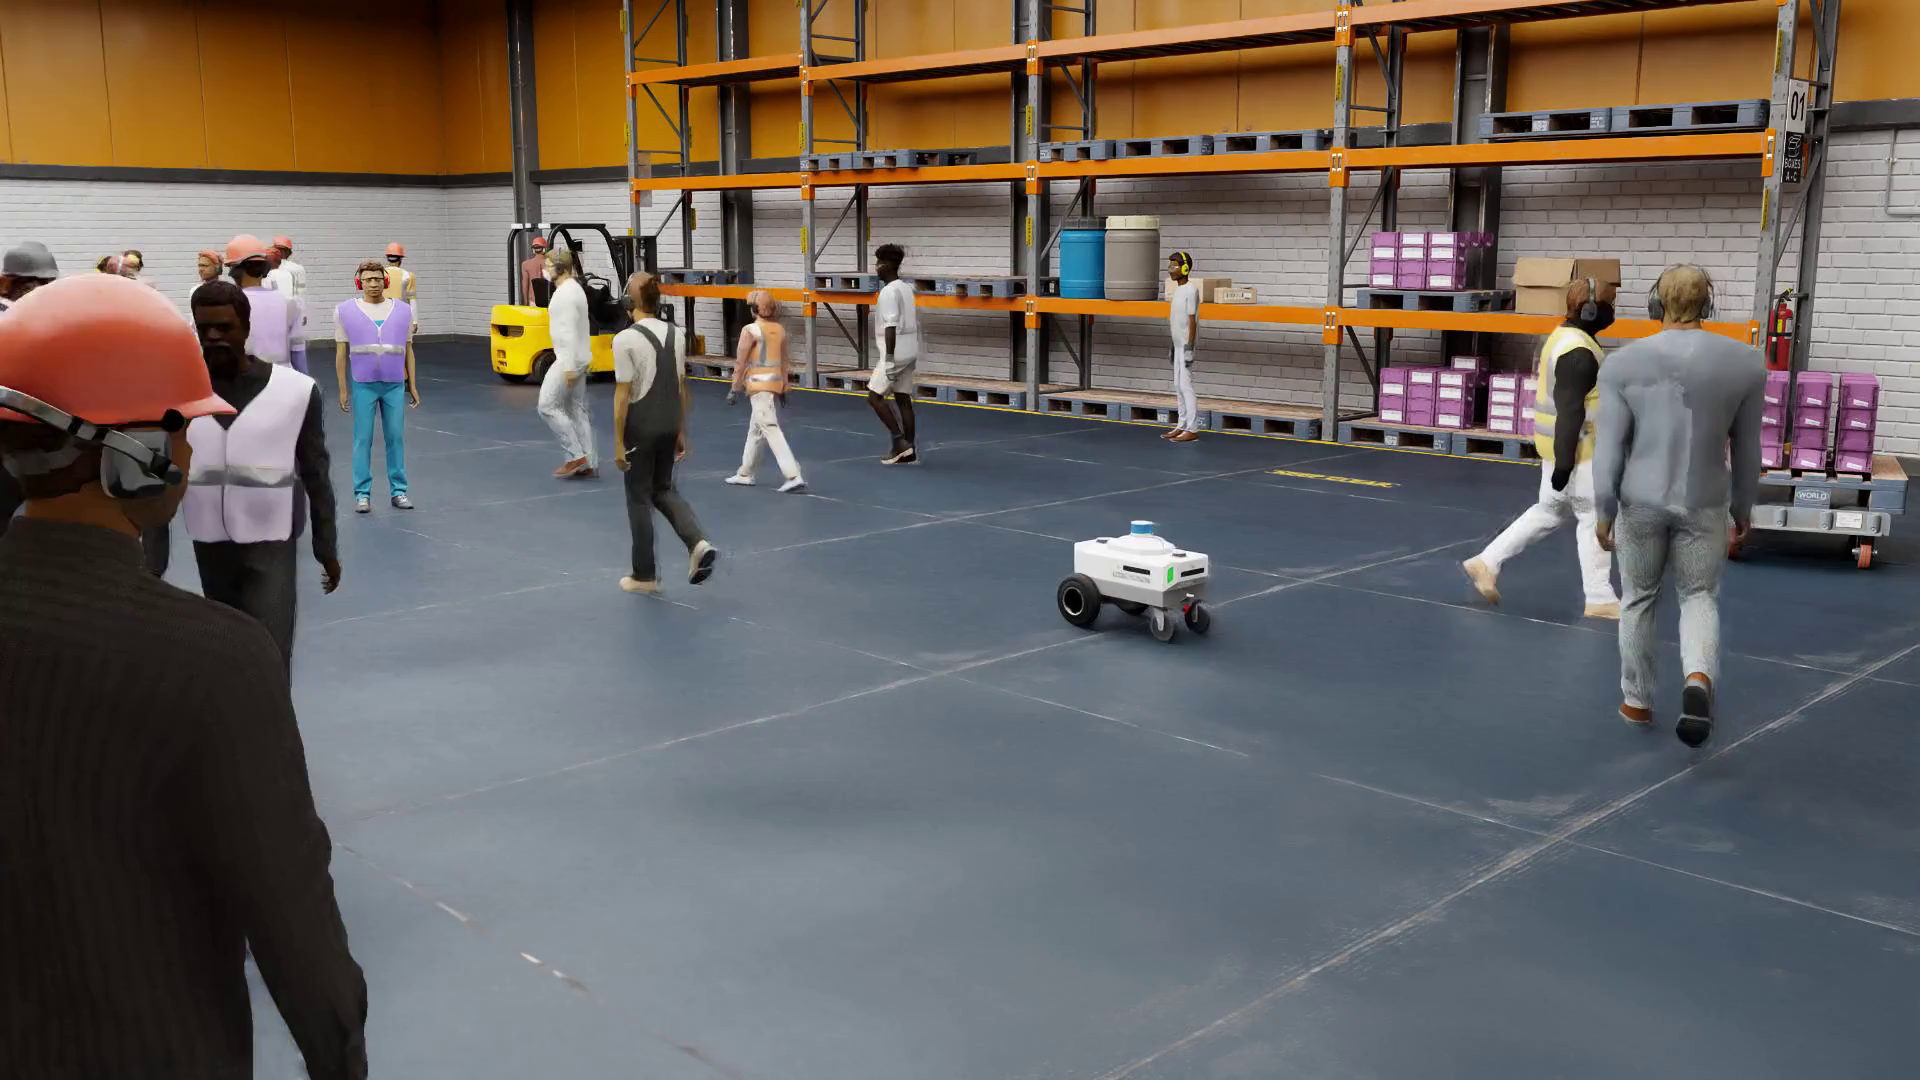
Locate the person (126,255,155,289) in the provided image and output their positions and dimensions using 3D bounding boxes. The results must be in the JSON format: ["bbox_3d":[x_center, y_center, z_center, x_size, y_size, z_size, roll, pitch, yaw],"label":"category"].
[{"bbox_3d":[-11.179,-2.987,22.604,0.522,1.762,0.320,-6,12,-32],"label":"person"}]

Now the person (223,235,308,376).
[{"bbox_3d":[-4.565,-0.929,10.688,0.717,2.020,0.614,6,12,31],"label":"person"}]

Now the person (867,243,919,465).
[{"bbox_3d":[-0.571,-1.611,14.582,0.443,1.951,0.612,4,11,22],"label":"person"}]

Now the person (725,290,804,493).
[{"bbox_3d":[-1.551,-1.183,13.198,0.852,1.600,0.511,5,12,27],"label":"person"}]

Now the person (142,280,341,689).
[{"bbox_3d":[-2.563,0.023,5.901,0.620,1.861,1.019,-1,10,-7],"label":"person"}]

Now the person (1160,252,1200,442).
[{"bbox_3d":[2.194,-1.899,16.404,0.317,1.860,0.516,-2,11,-11],"label":"person"}]

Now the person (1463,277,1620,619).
[{"bbox_3d":[3.179,-0.482,8.817,0.856,1.817,0.634,2,11,12],"label":"person"}]

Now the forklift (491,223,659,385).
[{"bbox_3d":[-5.316,-3.263,22.920,2.313,2.155,1.214,-10,14,-44],"label":"forklift"}]

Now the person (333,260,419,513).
[{"bbox_3d":[-4.286,-1.130,12.235,0.569,1.843,0.374,-7,12,-32],"label":"person"}]

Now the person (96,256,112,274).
[{"bbox_3d":[-8.283,-1.872,16.391,0.970,1.815,0.538,7,12,32],"label":"person"}]

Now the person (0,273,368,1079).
[{"bbox_3d":[-1.035,0.641,2.227,0.647,1.968,0.681,4,11,22],"label":"person"}]

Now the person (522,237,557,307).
[{"bbox_3d":[-6.685,-3.841,26.639,0.608,1.986,0.391,-2,11,-11],"label":"person"}]

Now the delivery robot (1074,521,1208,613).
[{"bbox_3d":[0.927,0.144,8.555,0.477,0.478,0.707,-9,14,-42],"label":"delivery robot"}]

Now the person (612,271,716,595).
[{"bbox_3d":[-1.686,-0.578,9.285,0.538,1.828,0.512,8,13,36],"label":"person"}]

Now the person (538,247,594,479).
[{"bbox_3d":[-3.261,-1.436,13.696,0.486,1.919,0.662,-1,10,-7],"label":"person"}]

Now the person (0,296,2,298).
[{"bbox_3d":[-7.658,-1.315,13.188,0.629,1.871,0.883,-9,14,-41],"label":"person"}]

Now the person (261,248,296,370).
[{"bbox_3d":[-8.726,-2.786,21.235,0.679,1.863,0.590,5,12,27],"label":"person"}]

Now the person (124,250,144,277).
[{"bbox_3d":[-11.668,-3.170,23.426,0.549,1.824,0.632,-4,11,-20],"label":"person"}]

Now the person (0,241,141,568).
[{"bbox_3d":[-4.964,-0.637,9.016,0.992,2.000,0.727,0,10,-1],"label":"person"}]

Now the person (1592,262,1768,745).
[{"bbox_3d":[2.829,-0.132,6.591,0.639,1.923,0.740,3,11,14],"label":"person"}]

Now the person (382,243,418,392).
[{"bbox_3d":[-7.302,-2.873,21.538,0.549,1.925,0.406,-1,10,-7],"label":"person"}]

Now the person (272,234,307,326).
[{"bbox_3d":[-9.182,-3.123,22.595,0.624,2.033,0.554,-1,10,-3],"label":"person"}]

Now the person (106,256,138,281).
[{"bbox_3d":[-6.963,-1.409,13.766,0.729,1.857,0.683,8,13,39],"label":"person"}]

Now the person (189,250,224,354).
[{"bbox_3d":[-6.759,-1.679,15.128,0.575,1.884,0.355,3,11,17],"label":"person"}]
